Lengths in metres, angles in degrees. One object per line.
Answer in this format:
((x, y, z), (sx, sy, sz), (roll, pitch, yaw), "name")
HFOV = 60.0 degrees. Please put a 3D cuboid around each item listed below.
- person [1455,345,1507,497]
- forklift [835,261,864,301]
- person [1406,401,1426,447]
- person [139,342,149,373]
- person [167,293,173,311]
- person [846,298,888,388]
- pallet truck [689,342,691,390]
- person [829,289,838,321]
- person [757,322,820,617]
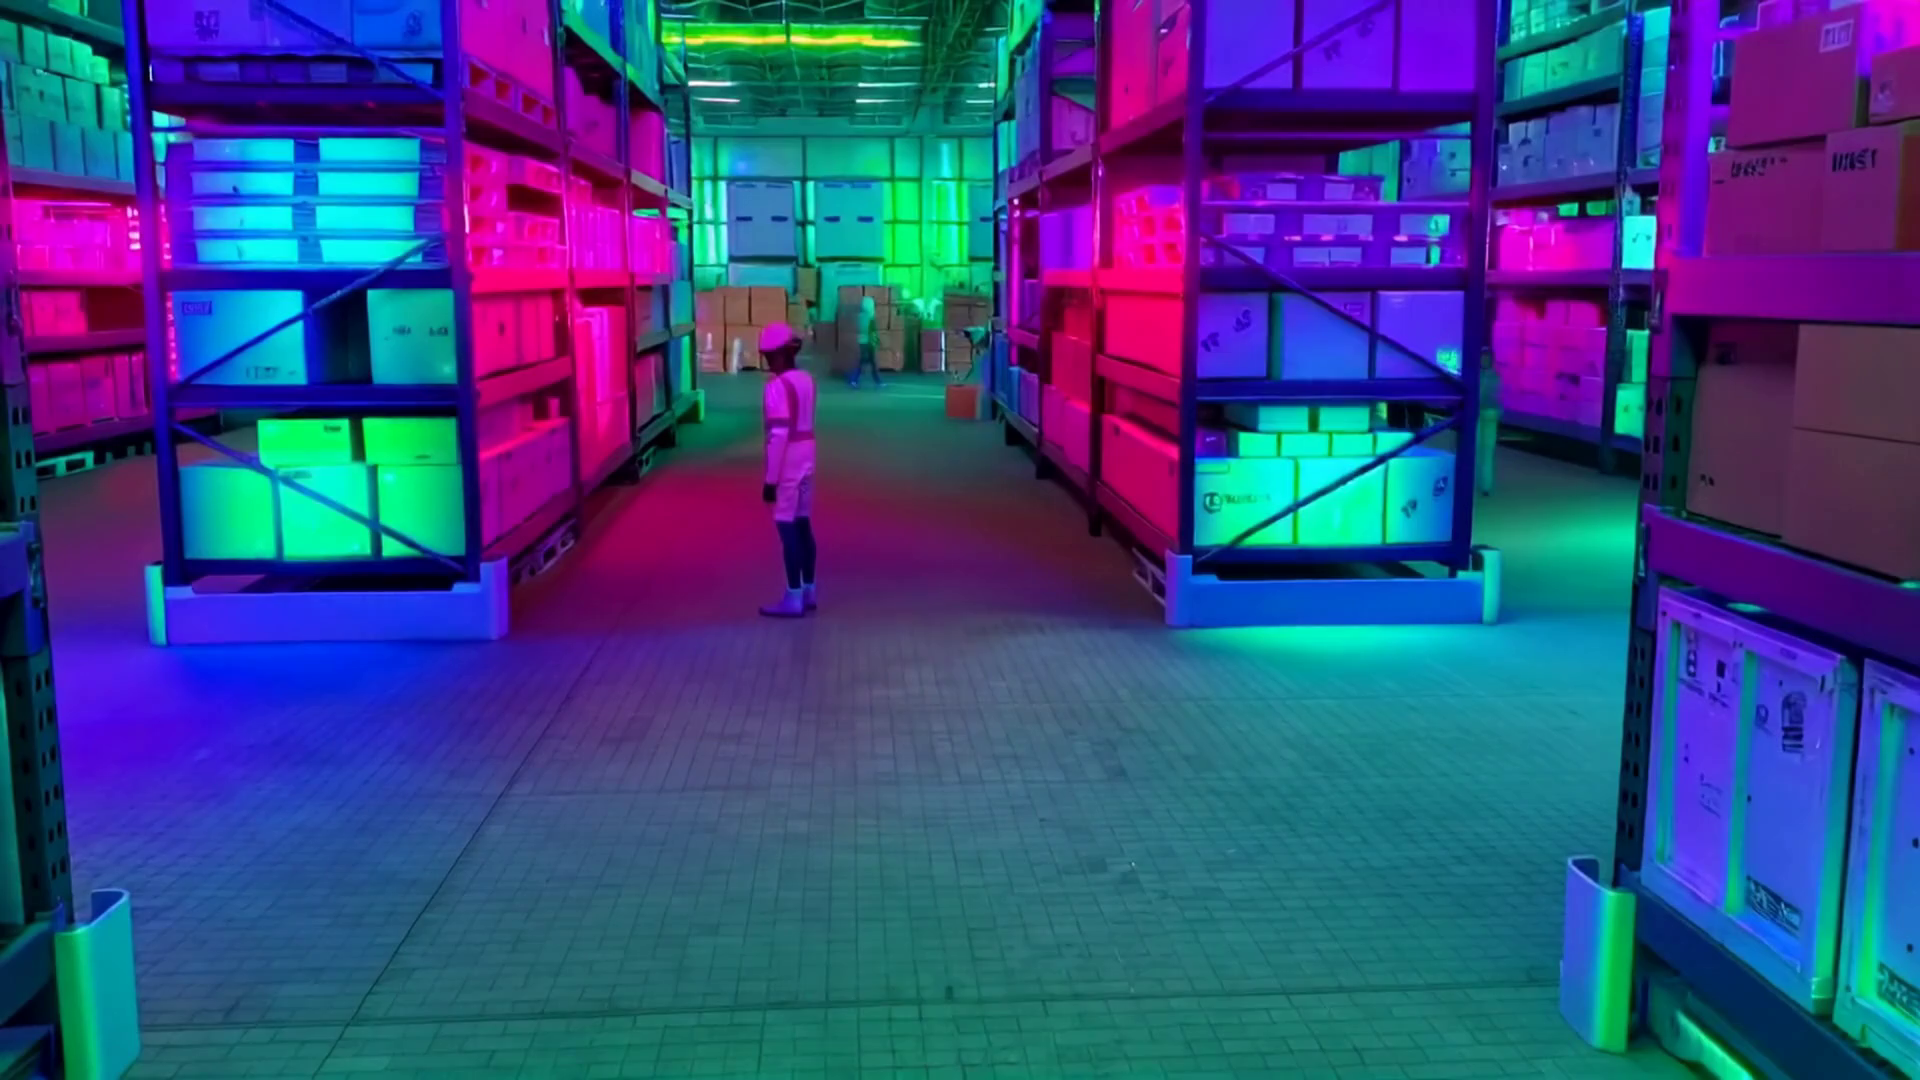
((5.560, -1.278, 17.789), (0.548, 1.615, 0.484), (1, 9, 9), "person")
((-3.567, -7.643, 53.820), (1.129, 2.768, 1.873), (-1, 9, -4), "forklift")
((6.251, -2.210, 22.554), (0.654, 1.964, 0.836), (0, 9, 0), "person")
((-13.577, -3.005, 27.732), (0.631, 1.905, 1.009), (6, 11, 33), "person")
((-29.672, -8.601, 62.676), (0.440, 1.980, 0.676), (-6, 11, -34), "person")
((-1.970, -4.117, 34.832), (0.949, 1.884, 0.589), (-5, 10, -28), "person")
((-5.225, -3.008, 27.480), (1.885, 1.965, 0.823), (2, 9, 14), "pallet truck")
((-3.965, -7.220, 54.226), (0.944, 1.897, 0.657), (-3, 9, -18), "person")
((-1.207, -0.480, 11.500), (0.390, 2.034, 0.605), (3, 10, 19), "person")
